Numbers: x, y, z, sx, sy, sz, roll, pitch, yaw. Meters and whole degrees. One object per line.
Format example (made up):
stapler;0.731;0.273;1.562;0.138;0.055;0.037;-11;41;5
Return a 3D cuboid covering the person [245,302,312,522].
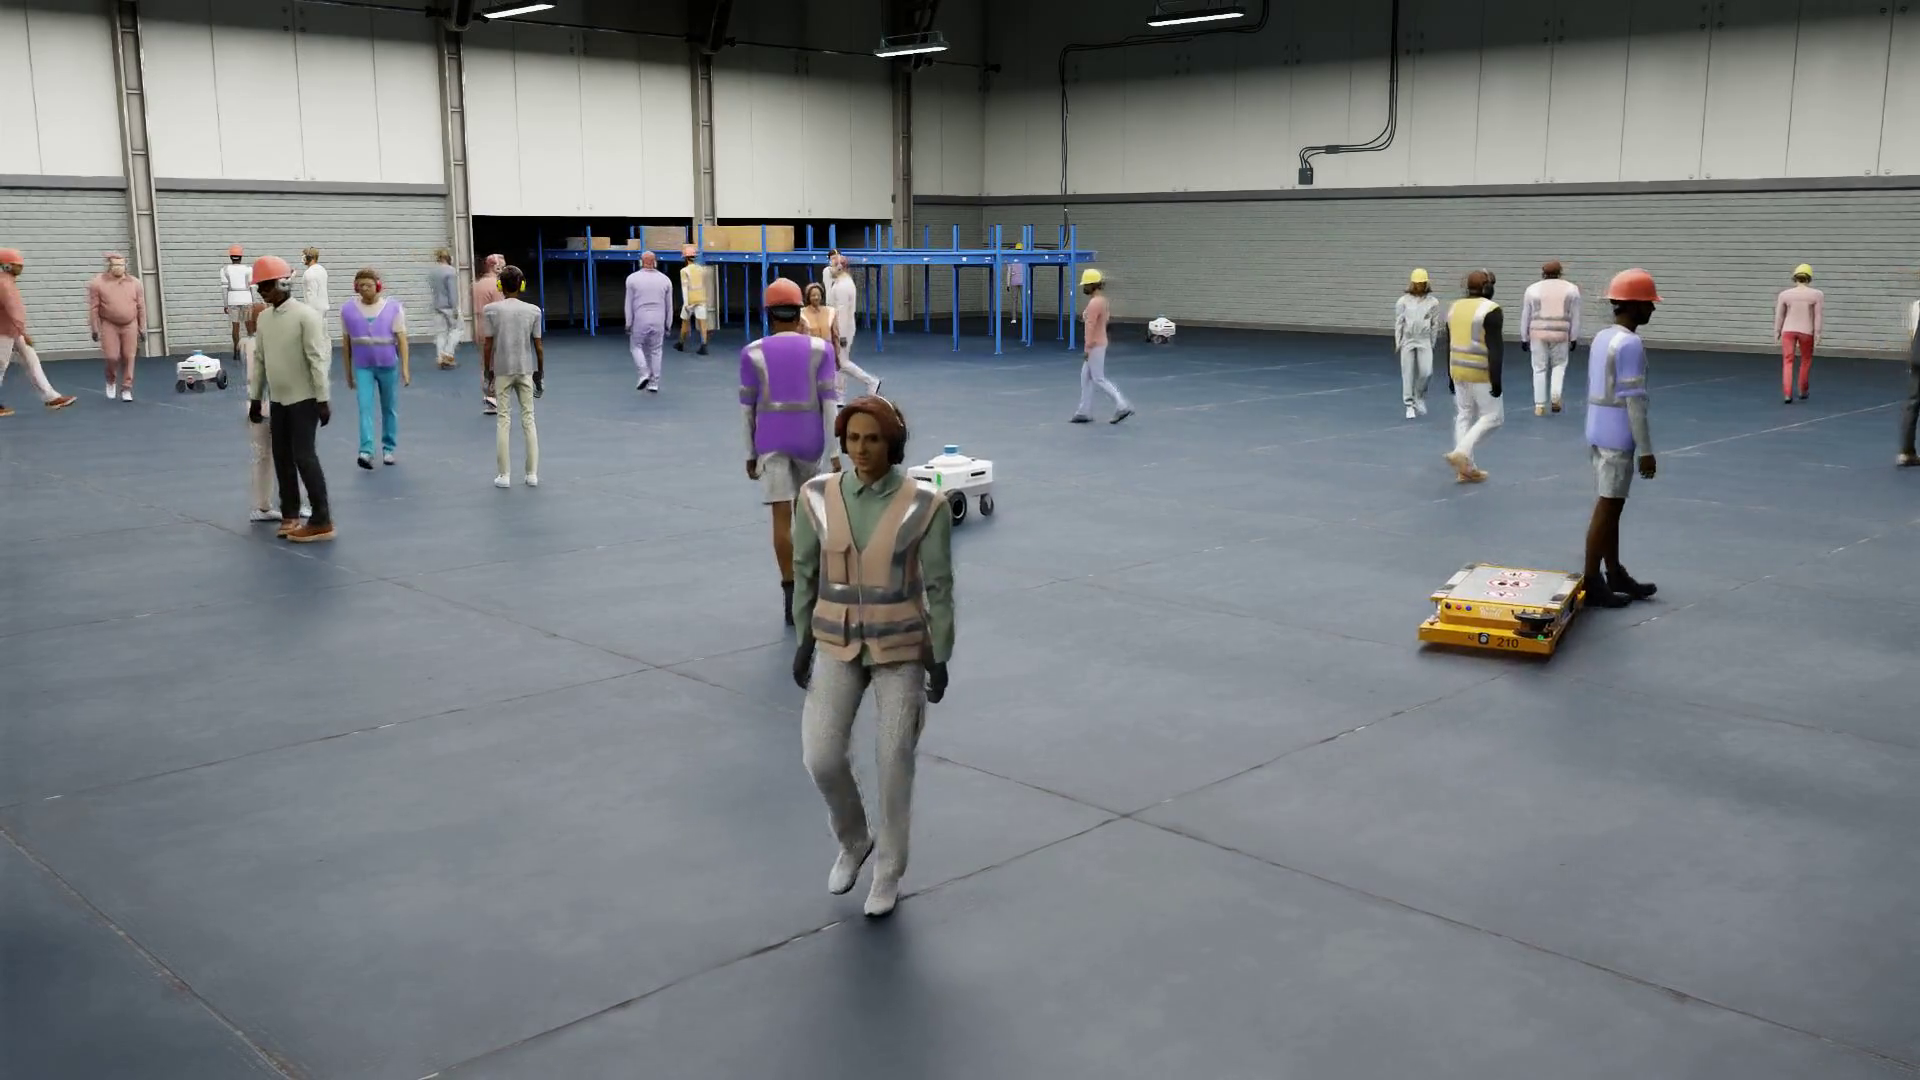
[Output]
person;-5.027;-0.943;12.313;0.523;1.625;0.535;10;14;43

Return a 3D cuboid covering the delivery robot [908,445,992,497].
delivery robot;-0.070;-0.470;12.506;0.477;0.478;0.707;8;13;36

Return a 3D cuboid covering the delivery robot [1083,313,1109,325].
delivery robot;3.038;-4.993;37.169;0.477;0.478;0.707;-4;11;-20

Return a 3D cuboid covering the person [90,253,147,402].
person;-10.714;-2.711;21.229;0.659;1.883;0.417;-8;13;-36

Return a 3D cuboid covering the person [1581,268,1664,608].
person;3.817;-0.588;9.562;0.404;1.939;0.548;1;10;3

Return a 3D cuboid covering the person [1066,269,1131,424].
person;1.589;-2.173;18.767;0.762;1.749;0.540;3;11;14

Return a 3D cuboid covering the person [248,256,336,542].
person;-4.689;-0.995;11.657;0.644;1.969;0.424;7;12;33

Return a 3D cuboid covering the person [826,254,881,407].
person;-1.379;-2.574;20.515;0.692;1.887;0.640;0;10;-2

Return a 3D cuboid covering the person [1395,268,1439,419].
person;5.291;-2.277;19.297;0.488;1.731;0.375;2;11;9

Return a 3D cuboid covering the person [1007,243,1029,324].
person;1.418;-6.175;40.009;0.594;1.924;0.382;0;10;-1

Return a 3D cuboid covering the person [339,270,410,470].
person;-5.312;-1.547;15.133;0.597;1.786;0.964;-2;11;-12

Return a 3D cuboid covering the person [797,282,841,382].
person;-1.521;-1.890;17.460;0.528;1.622;0.462;-5;11;-24

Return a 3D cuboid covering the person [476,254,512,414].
person;-5.447;-2.425;19.661;0.435;1.889;0.678;-7;13;-34

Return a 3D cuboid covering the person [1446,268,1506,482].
person;4.397;-1.396;14.214;0.459;1.828;0.648;-4;11;-22

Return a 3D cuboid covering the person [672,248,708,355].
person;-4.824;-4.278;29.788;0.548;1.874;1.002;-9;13;-39

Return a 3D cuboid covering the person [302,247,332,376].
person;-9.648;-3.410;24.903;0.372;1.940;0.627;-1;10;-3

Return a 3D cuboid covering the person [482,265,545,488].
person;-3.786;-1.386;14.098;0.515;1.862;0.320;-4;11;-23

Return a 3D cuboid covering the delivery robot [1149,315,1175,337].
delivery robot;4.003;-4.218;32.946;0.477;0.478;0.707;-3;11;-13

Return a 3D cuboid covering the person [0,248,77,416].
person;-11.022;-2.438;19.559;1.033;1.939;0.610;-3;11;-16

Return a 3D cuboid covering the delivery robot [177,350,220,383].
delivery robot;-10.431;-2.356;22.790;0.477;0.478;0.707;-1;10;-3

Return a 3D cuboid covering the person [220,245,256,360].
person;-12.315;-4.060;28.441;0.543;1.939;0.362;-4;11;-21

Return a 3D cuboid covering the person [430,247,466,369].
person;-8.140;-3.676;26.394;0.653;1.918;0.460;9;14;40

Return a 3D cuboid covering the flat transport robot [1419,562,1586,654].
flat transport robot;2.989;0.346;9.082;0.652;0.197;1.431;5;12;27

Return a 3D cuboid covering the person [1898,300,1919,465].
person;9.064;-1.612;15.408;0.771;1.815;0.521;-5;11;-24

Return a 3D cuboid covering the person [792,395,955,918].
person;-0.274;0.362;5.154;0.536;1.626;0.370;2;11;13

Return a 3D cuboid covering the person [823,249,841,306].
person;-2.180;-4.114;28.928;0.313;1.869;0.539;-9;14;-41

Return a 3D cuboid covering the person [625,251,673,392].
person;-4.209;-2.947;22.490;0.683;1.893;0.432;-5;11;-25

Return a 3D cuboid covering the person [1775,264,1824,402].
person;10.722;-2.642;21.246;0.552;1.729;0.826;7;12;32

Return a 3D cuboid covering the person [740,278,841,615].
person;-0.972;-0.550;9.496;0.554;1.866;1.057;-1;10;-8

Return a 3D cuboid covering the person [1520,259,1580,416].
person;6.925;-2.380;19.568;0.651;1.832;0.447;3;11;15
